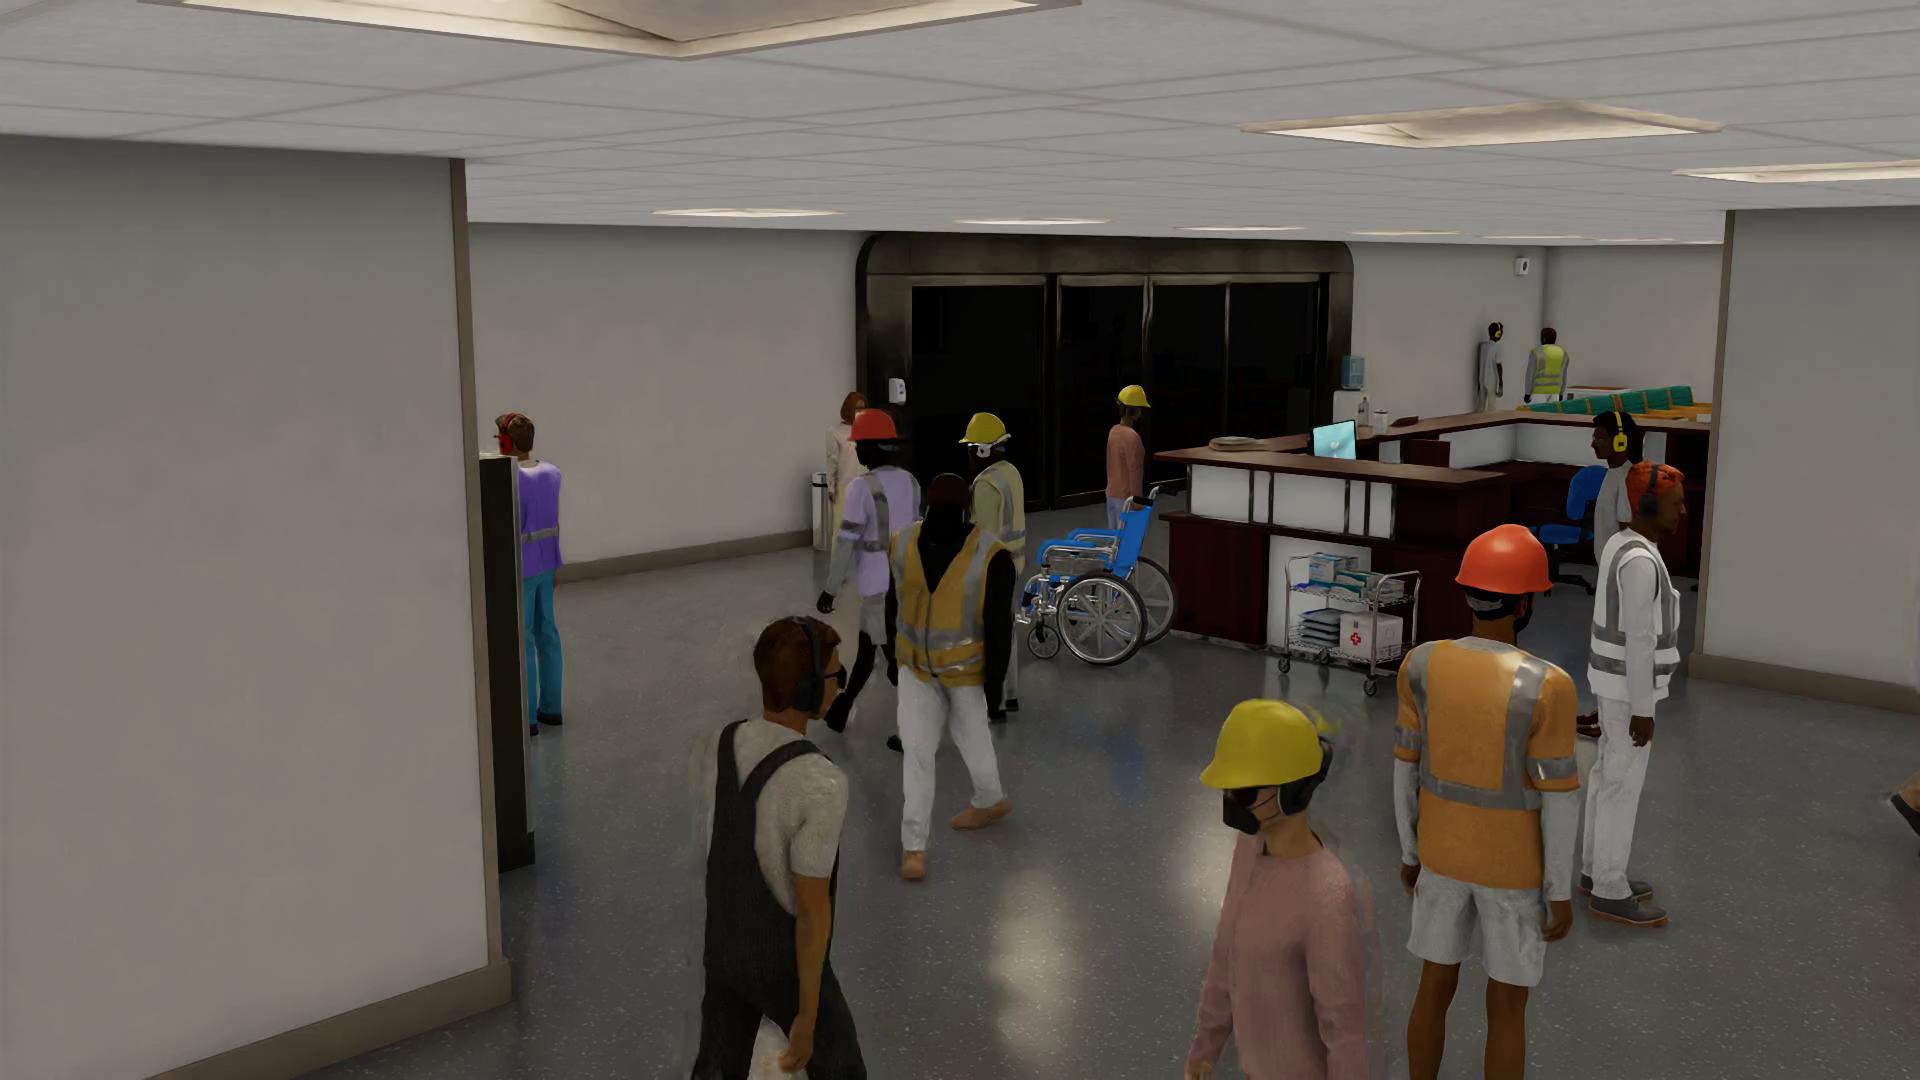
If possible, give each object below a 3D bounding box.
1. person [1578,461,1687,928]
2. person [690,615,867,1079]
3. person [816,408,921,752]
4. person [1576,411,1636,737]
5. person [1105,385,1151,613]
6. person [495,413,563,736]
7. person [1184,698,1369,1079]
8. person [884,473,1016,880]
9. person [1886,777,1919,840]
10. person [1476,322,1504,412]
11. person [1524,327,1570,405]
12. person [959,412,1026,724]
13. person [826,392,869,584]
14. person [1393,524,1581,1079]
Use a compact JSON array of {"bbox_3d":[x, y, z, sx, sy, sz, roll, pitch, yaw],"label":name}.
[{"bbox_3d":[2.749,0.616,6.806,0.338,1.882,0.583,2,10,14],"label":"person"},{"bbox_3d":[-0.441,1.077,4.267,0.519,1.793,0.957,7,12,39],"label":"person"},{"bbox_3d":[-0.513,0.217,9.226,0.978,1.882,0.565,5,11,30],"label":"person"},{"bbox_3d":[3.711,0.195,9.470,0.326,1.862,0.508,2,10,13],"label":"person"},{"bbox_3d":[1.306,-0.319,12.916,0.329,1.765,0.533,-3,10,-15],"label":"person"},{"bbox_3d":[-2.475,0.200,9.483,0.390,1.846,0.564,4,10,24],"label":"person"},{"bbox_3d":[0.643,1.196,3.649,0.579,1.743,0.542,-1,9,-6],"label":"person"},{"bbox_3d":[-0.051,0.558,7.524,0.663,1.783,0.923,3,10,19],"label":"person"},{"bbox_3d":[4.408,0.606,7.319,0.568,1.734,0.424,-8,12,-41],"label":"person"},{"bbox_3d":[8.001,-2.354,25.124,0.331,1.857,0.520,-5,10,-26],"label":"person"},{"bbox_3d":[8.312,-2.099,23.633,0.629,1.838,0.429,-2,9,-12],"label":"person"},{"bbox_3d":[0.177,0.164,9.781,0.403,1.824,0.596,3,10,16],"label":"person"},{"bbox_3d":[-0.899,-0.443,14.113,0.504,1.627,0.285,-5,10,-27],"label":"person"},{"bbox_3d":[1.525,0.914,4.816,0.550,1.937,0.357,9,13,44],"label":"person"}]
